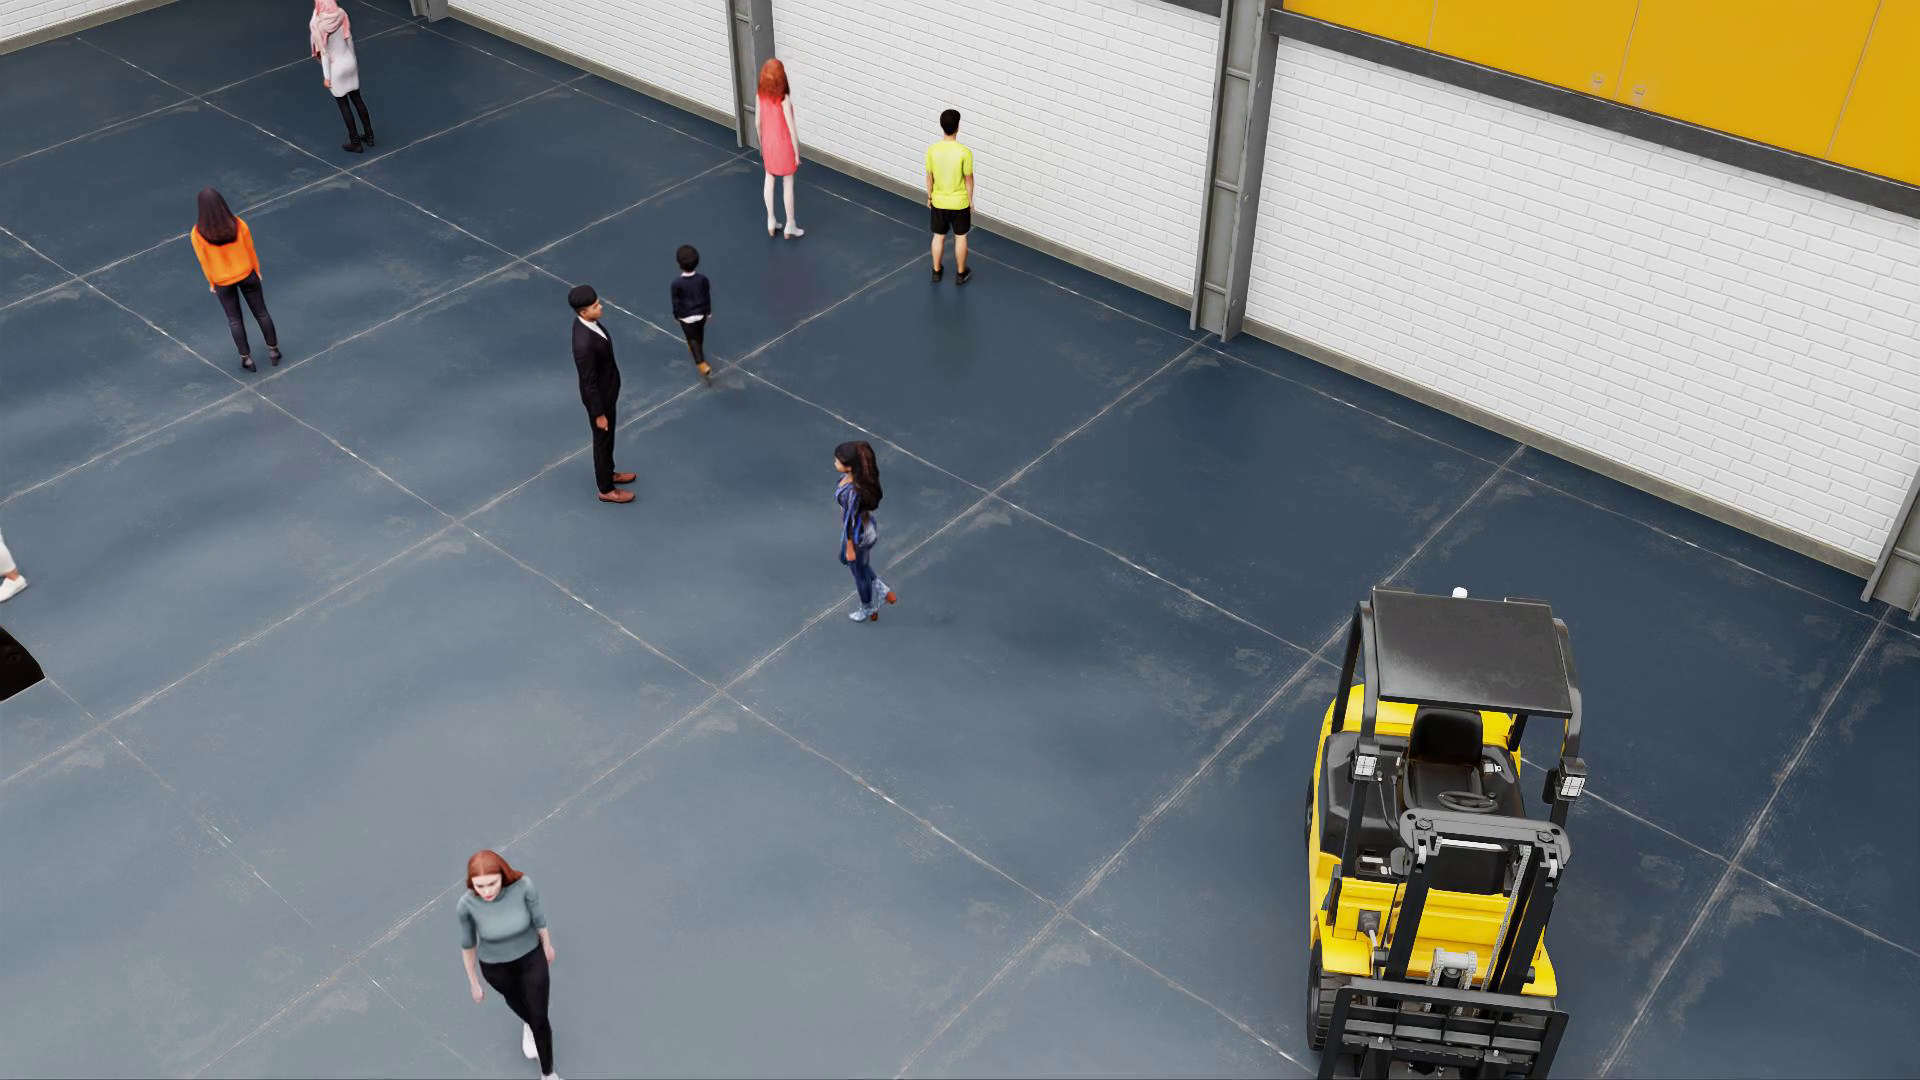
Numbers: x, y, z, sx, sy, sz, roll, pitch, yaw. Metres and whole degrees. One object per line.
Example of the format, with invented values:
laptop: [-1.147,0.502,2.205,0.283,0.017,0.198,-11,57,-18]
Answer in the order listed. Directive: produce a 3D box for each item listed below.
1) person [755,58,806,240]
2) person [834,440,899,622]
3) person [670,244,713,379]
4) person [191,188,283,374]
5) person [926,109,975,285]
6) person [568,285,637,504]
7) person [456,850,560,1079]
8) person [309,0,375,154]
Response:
person: [-1.787,-3.824,16.296,0.495,1.826,0.691,21,43,24]
person: [-0.635,-0.044,11.734,0.820,1.611,0.770,2,39,2]
person: [-2.313,-1.983,14.485,0.686,1.209,0.883,-19,42,-22]
person: [-6.268,-2.254,14.392,0.690,1.748,0.672,-20,43,-23]
person: [-0.087,-3.216,15.631,0.607,1.706,0.741,10,40,12]
person: [-2.812,-1.143,12.892,0.824,1.883,0.741,-6,39,-7]
person: [-2.392,2.181,8.861,0.879,1.721,1.005,-11,40,-14]
person: [-6.652,-5.054,17.855,0.625,1.803,0.662,21,43,24]
